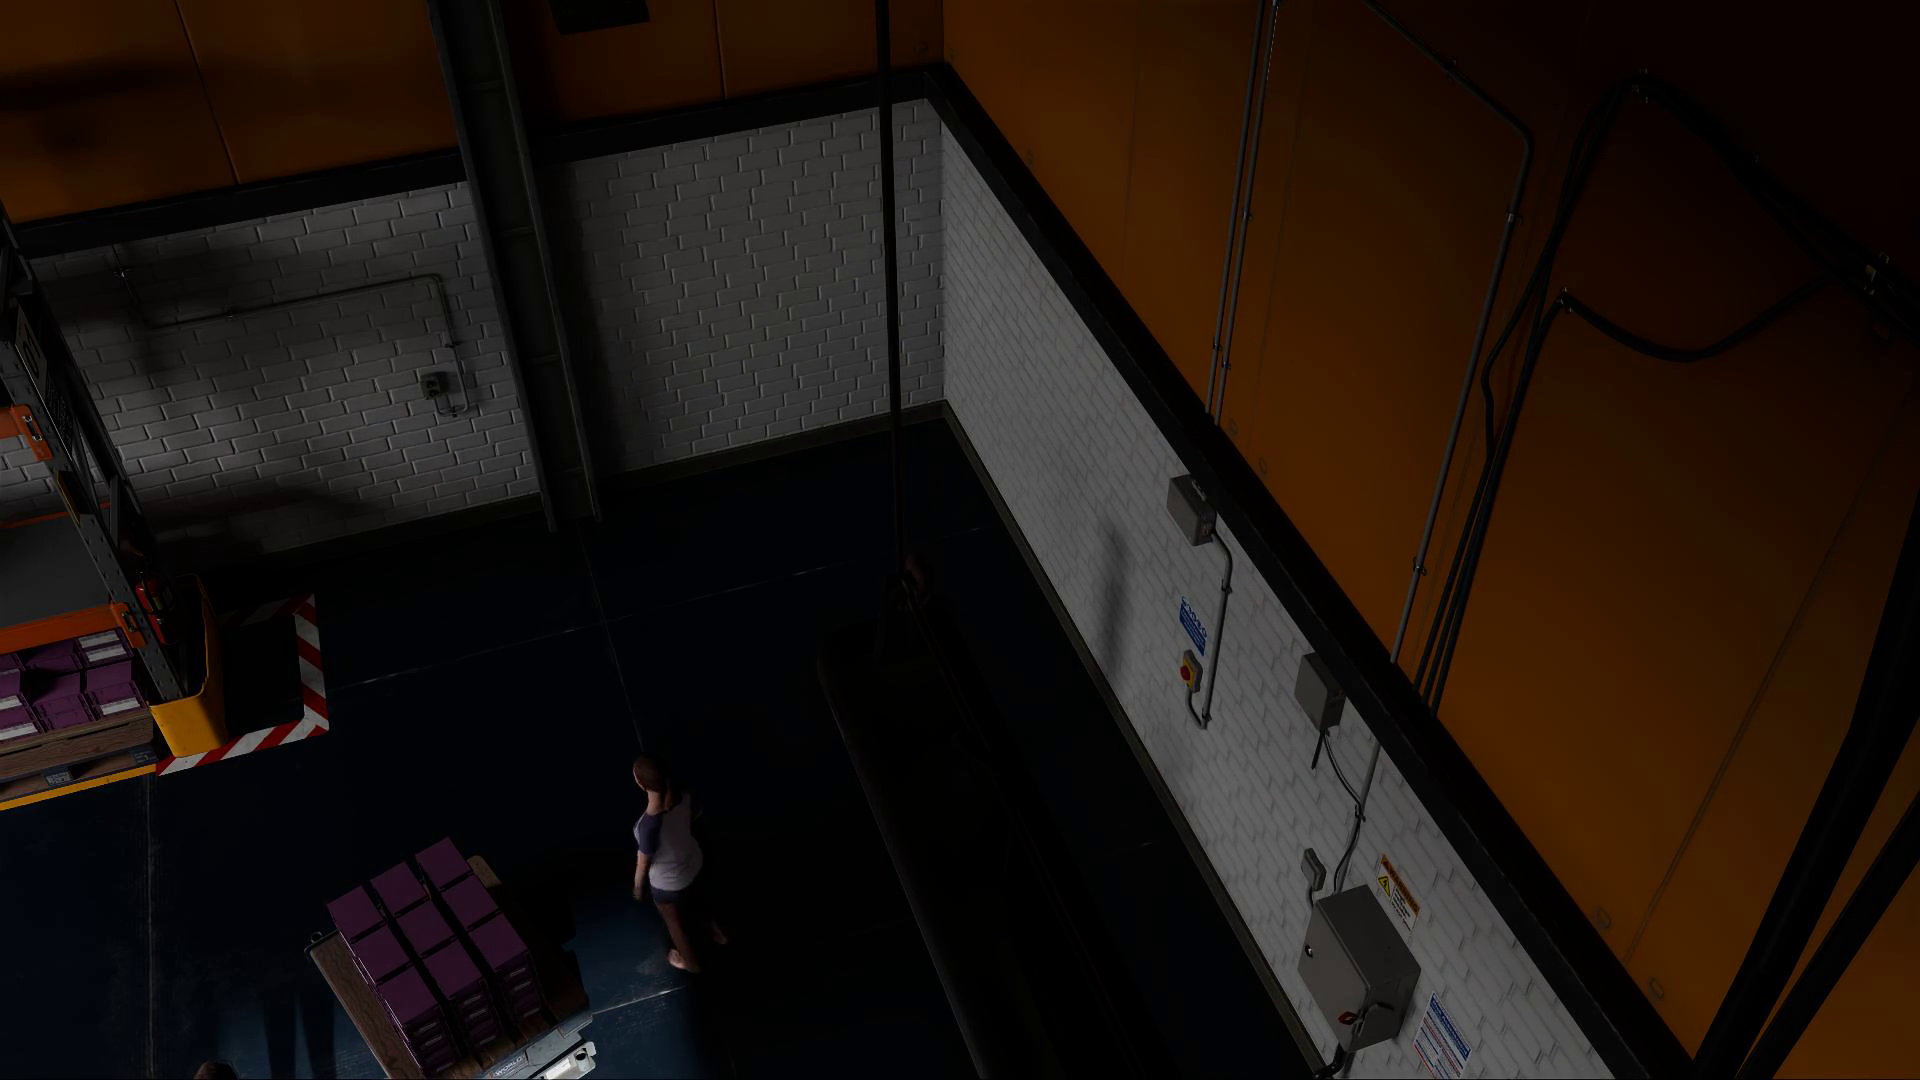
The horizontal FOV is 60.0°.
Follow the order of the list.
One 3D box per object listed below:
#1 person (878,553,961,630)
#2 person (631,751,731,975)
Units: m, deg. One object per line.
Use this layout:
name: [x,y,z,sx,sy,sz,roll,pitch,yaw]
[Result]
person: [-0.245,0.811,9.942,0.478,1.868,0.722,-16,46,-16]
person: [-1.464,1.807,8.980,0.796,1.753,0.734,19,47,19]
